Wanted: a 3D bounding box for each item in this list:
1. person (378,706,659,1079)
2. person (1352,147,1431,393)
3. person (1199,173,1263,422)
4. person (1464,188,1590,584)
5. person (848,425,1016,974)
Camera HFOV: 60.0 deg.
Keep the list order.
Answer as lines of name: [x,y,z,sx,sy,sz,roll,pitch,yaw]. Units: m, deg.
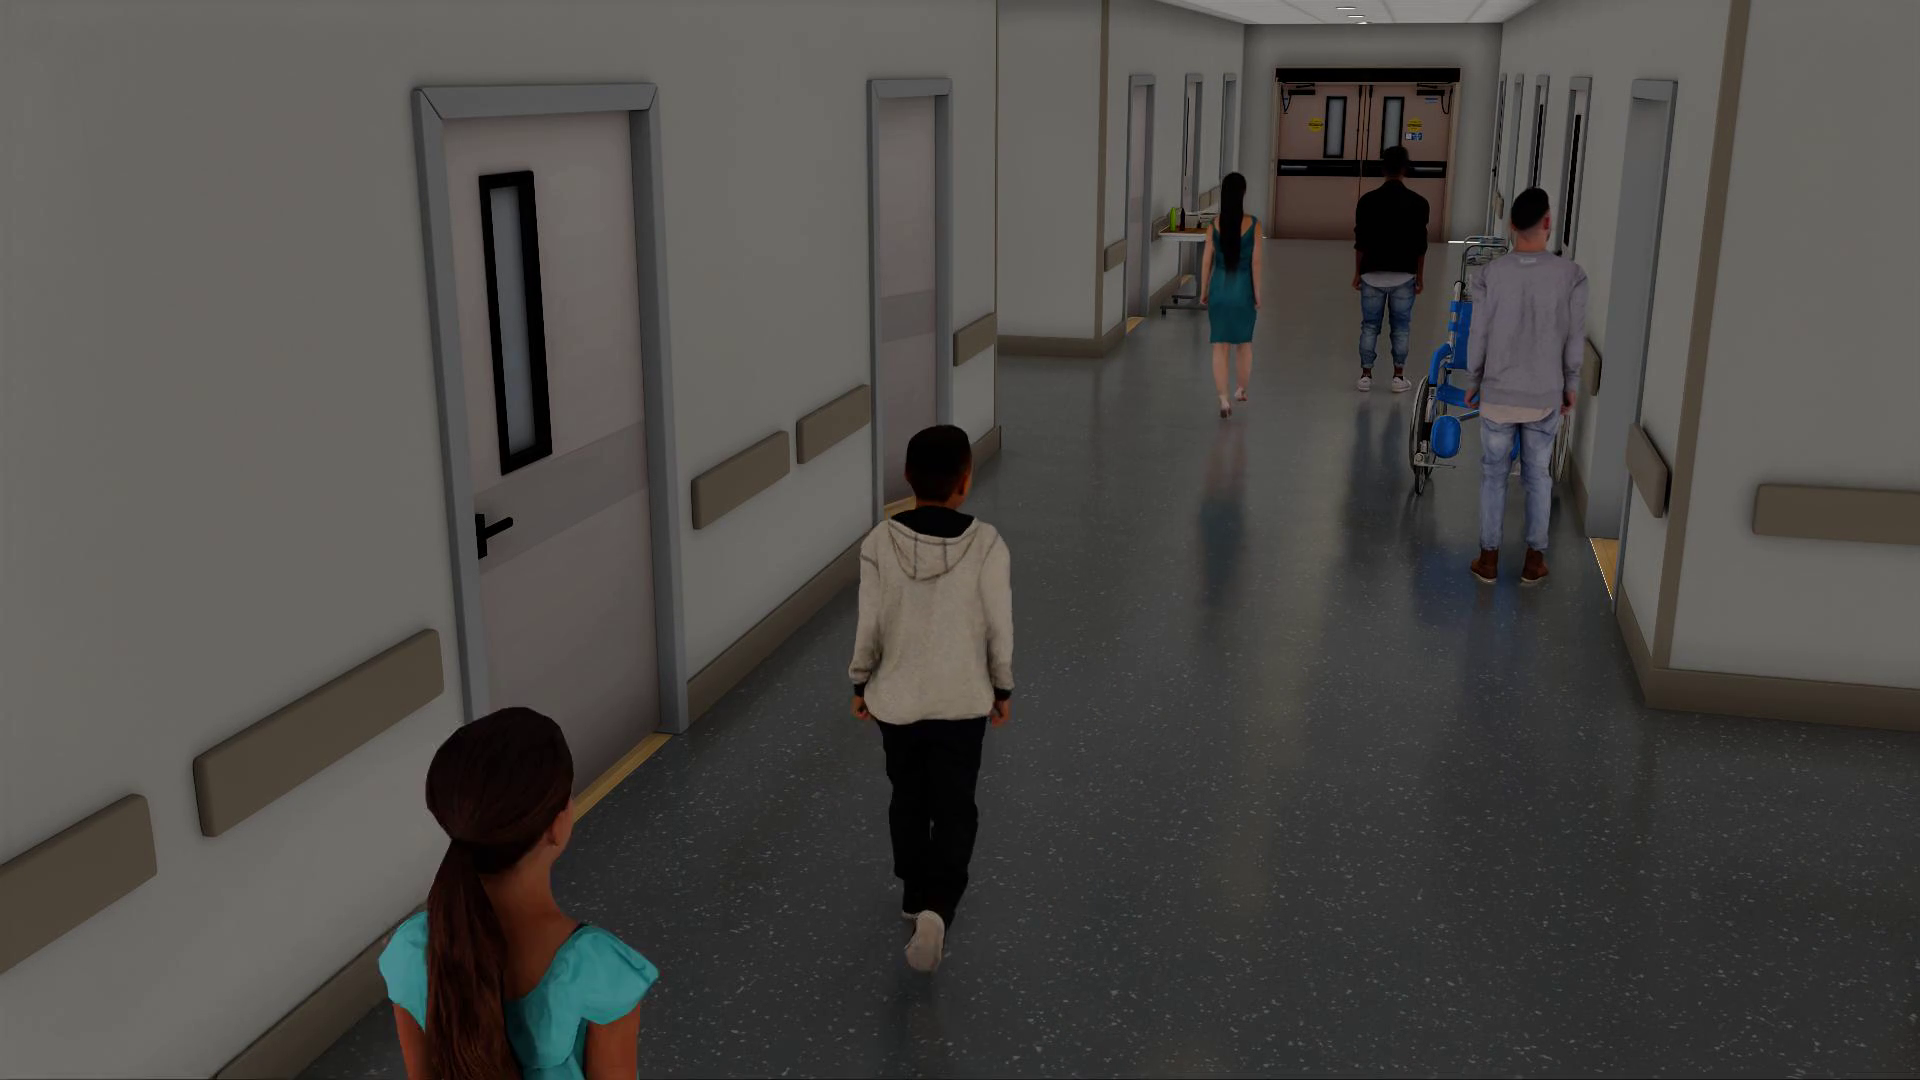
person: [-0.613,1.006,2.258,0.620,1.520,1.062,3,16,10]
person: [3.212,-2.025,12.479,0.713,1.809,0.612,6,17,20]
person: [1.844,-1.633,11.352,0.605,1.666,0.840,4,16,13]
person: [2.622,-0.711,7.760,0.665,1.840,0.542,4,16,14]
person: [-0.091,0.442,4.426,0.615,1.430,0.866,3,16,10]
